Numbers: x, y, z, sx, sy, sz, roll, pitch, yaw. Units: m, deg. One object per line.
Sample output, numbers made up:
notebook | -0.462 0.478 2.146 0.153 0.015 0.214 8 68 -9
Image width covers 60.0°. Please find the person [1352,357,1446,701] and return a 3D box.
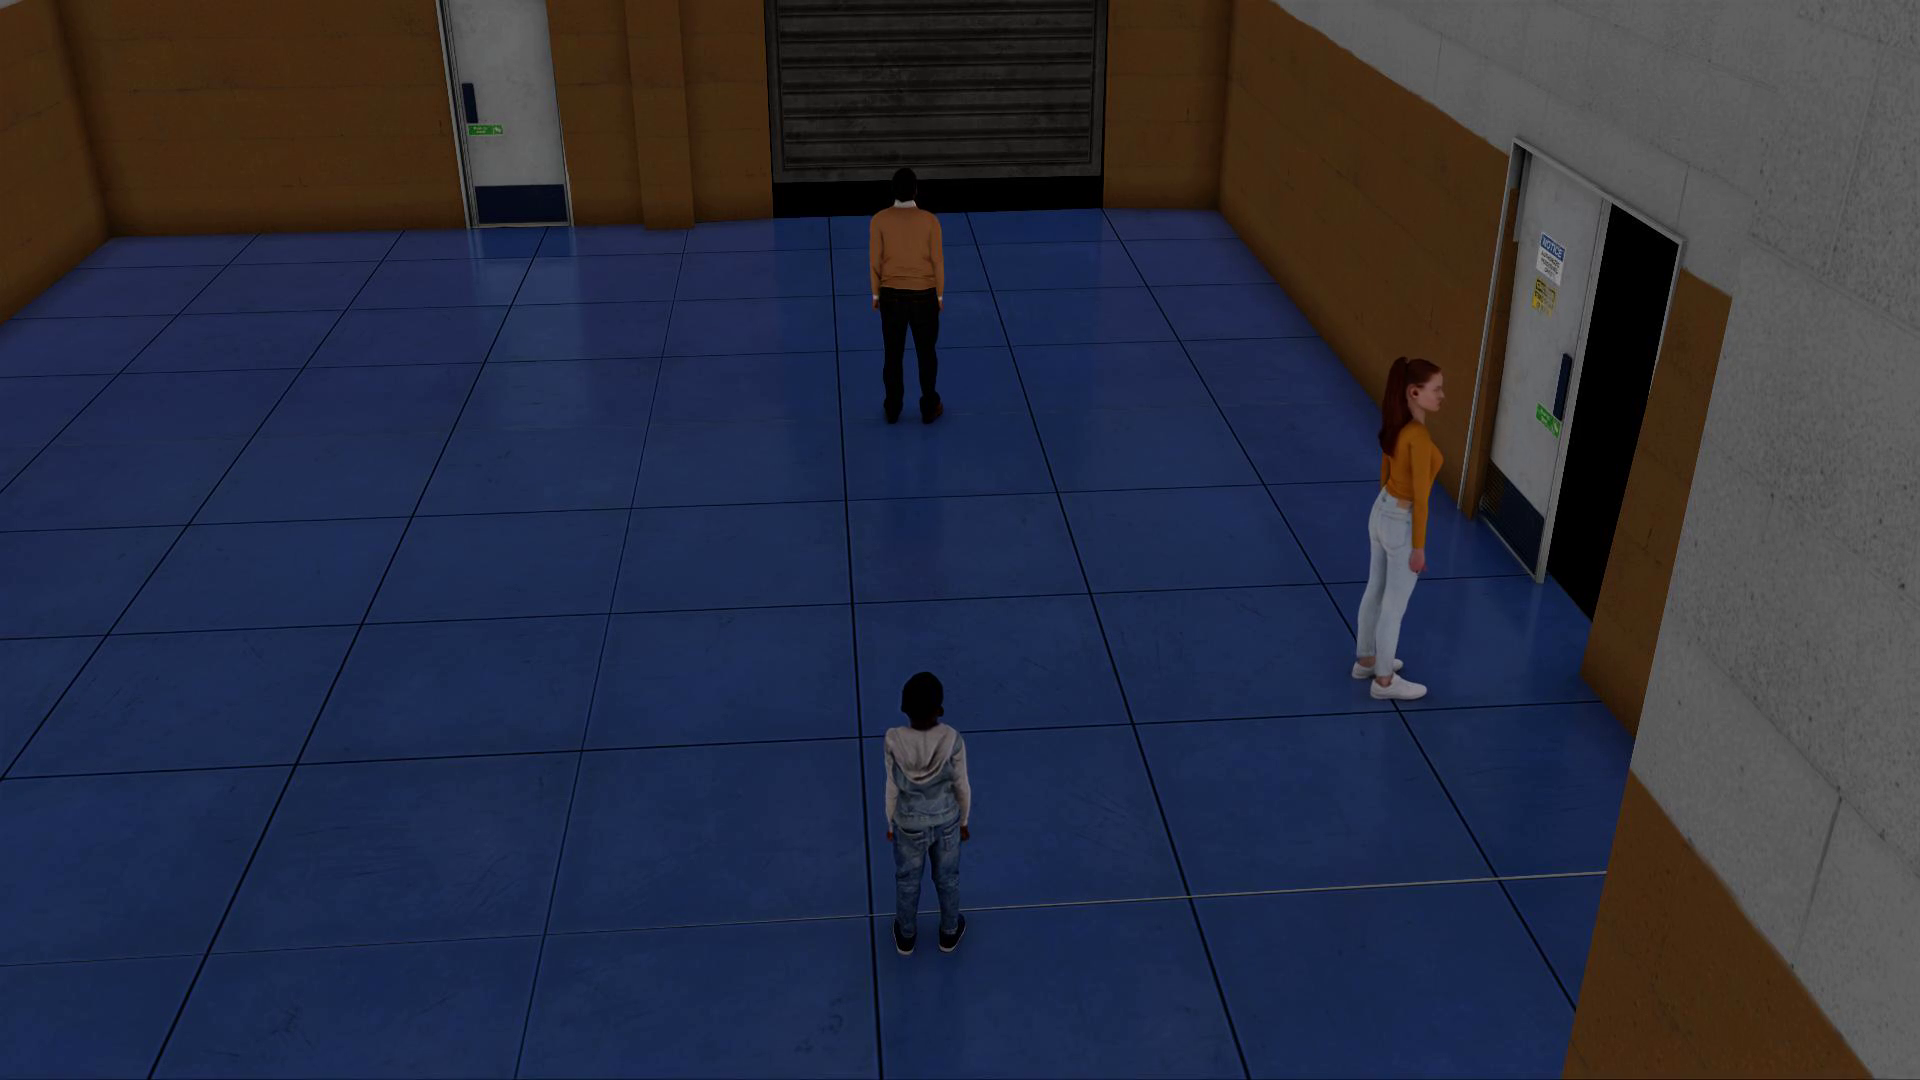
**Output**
person | 2.130 -0.050 8.089 0.544 1.749 0.579 -4 27 -8

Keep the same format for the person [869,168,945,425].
person | -0.348 -1.634 11.200 0.575 1.754 0.751 2 27 4

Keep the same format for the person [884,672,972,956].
person | -0.136 1.063 6.435 0.436 1.261 0.546 -1 27 -1
